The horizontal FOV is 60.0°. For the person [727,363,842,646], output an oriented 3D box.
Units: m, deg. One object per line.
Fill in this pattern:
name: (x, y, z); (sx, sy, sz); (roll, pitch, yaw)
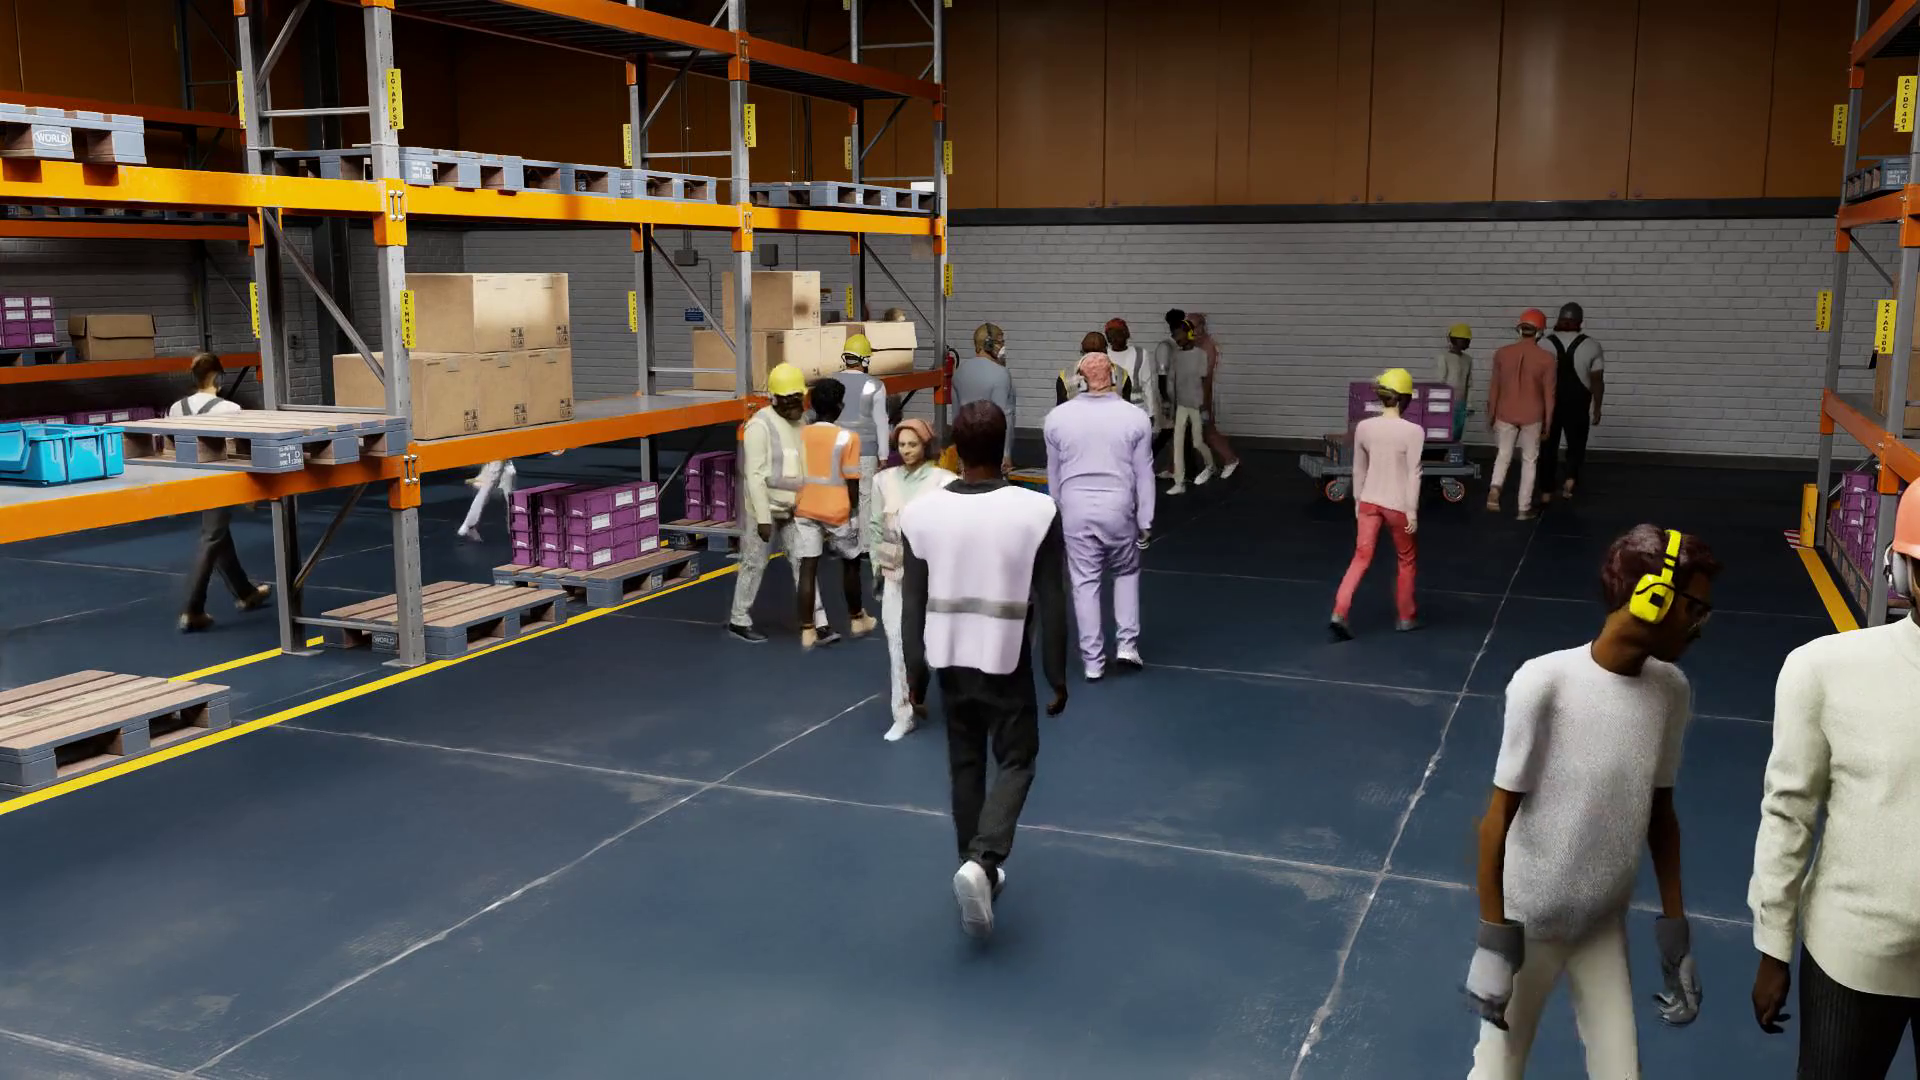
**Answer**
person: (-1.100, -0.205, 10.257); (0.909, 1.776, 0.617); (6, 11, 34)

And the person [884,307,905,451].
person: (-0.832, -1.569, 18.114); (0.559, 1.916, 0.654); (1, 9, 8)

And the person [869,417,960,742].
person: (-0.192, 0.182, 8.416); (0.523, 1.627, 0.550); (4, 10, 23)

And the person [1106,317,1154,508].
person: (1.575, -1.226, 16.205); (0.603, 1.863, 0.663); (1, 9, 9)

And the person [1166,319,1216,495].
person: (2.471, -1.402, 17.410); (0.533, 1.826, 0.832); (9, 13, 43)

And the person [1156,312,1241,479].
person: (2.657, -1.583, 18.389); (0.918, 1.868, 0.636); (-2, 10, -11)

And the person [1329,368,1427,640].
person: (2.675, -0.228, 10.563); (0.873, 1.732, 0.530); (-8, 13, -42)

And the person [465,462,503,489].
person: (-5.109, -1.563, 17.707); (0.373, 2.043, 0.614); (-5, 11, -28)

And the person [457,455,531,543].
person: (-4.019, -0.897, 14.357); (0.513, 1.831, 0.973); (6, 11, 34)

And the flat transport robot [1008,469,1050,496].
flat transport robot: (0.990, -0.575, 17.074); (1.431, 0.197, 0.652); (8, 12, 40)

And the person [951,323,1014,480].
person: (0.178, -0.689, 12.733); (0.374, 1.936, 0.628); (-7, 12, -38)

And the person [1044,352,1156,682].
person: (0.811, -0.138, 9.586); (0.655, 1.874, 0.597); (2, 10, 12)

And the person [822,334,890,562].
person: (-0.835, -0.730, 13.335); (0.596, 1.826, 0.403); (4, 10, 22)

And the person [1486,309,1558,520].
person: (5.172, -1.146, 15.393); (0.648, 1.974, 0.633); (7, 11, 35)

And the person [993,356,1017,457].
person: (0.245, -0.879, 14.888); (0.521, 1.607, 0.690); (2, 10, 14)

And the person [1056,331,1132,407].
person: (1.086, -0.780, 13.569); (0.634, 1.841, 0.429); (0, 9, 0)

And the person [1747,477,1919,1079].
person: (1.912, 0.834, 3.323); (0.622, 1.994, 0.381); (2, 10, 13)

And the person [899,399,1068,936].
person: (0.073, 0.449, 5.940); (0.600, 1.904, 0.720); (3, 10, 17)

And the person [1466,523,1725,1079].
person: (1.331, 0.864, 3.650); (0.559, 1.831, 0.507); (-4, 10, -21)

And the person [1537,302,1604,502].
person: (6.032, -1.376, 16.580); (0.719, 2.000, 0.569); (4, 10, 25)

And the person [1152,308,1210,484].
person: (2.348, -1.557, 18.066); (0.629, 1.932, 0.686); (7, 12, 37)

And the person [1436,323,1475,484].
person: (5.362, -1.469, 18.010); (0.544, 1.750, 0.367); (-6, 11, -33)

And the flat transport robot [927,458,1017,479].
flat transport robot: (-0.033, -0.749, 18.129); (0.652, 0.197, 1.431); (-7, 11, -34)

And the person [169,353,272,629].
person: (-4.938, -0.341, 11.052); (0.526, 1.793, 0.995); (2, 10, 12)

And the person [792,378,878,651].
person: (-0.793, -0.177, 10.414); (0.553, 1.660, 0.772); (4, 10, 24)

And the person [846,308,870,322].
person: (-1.300, -1.947, 20.542); (0.675, 1.877, 0.623); (1, 9, 8)
